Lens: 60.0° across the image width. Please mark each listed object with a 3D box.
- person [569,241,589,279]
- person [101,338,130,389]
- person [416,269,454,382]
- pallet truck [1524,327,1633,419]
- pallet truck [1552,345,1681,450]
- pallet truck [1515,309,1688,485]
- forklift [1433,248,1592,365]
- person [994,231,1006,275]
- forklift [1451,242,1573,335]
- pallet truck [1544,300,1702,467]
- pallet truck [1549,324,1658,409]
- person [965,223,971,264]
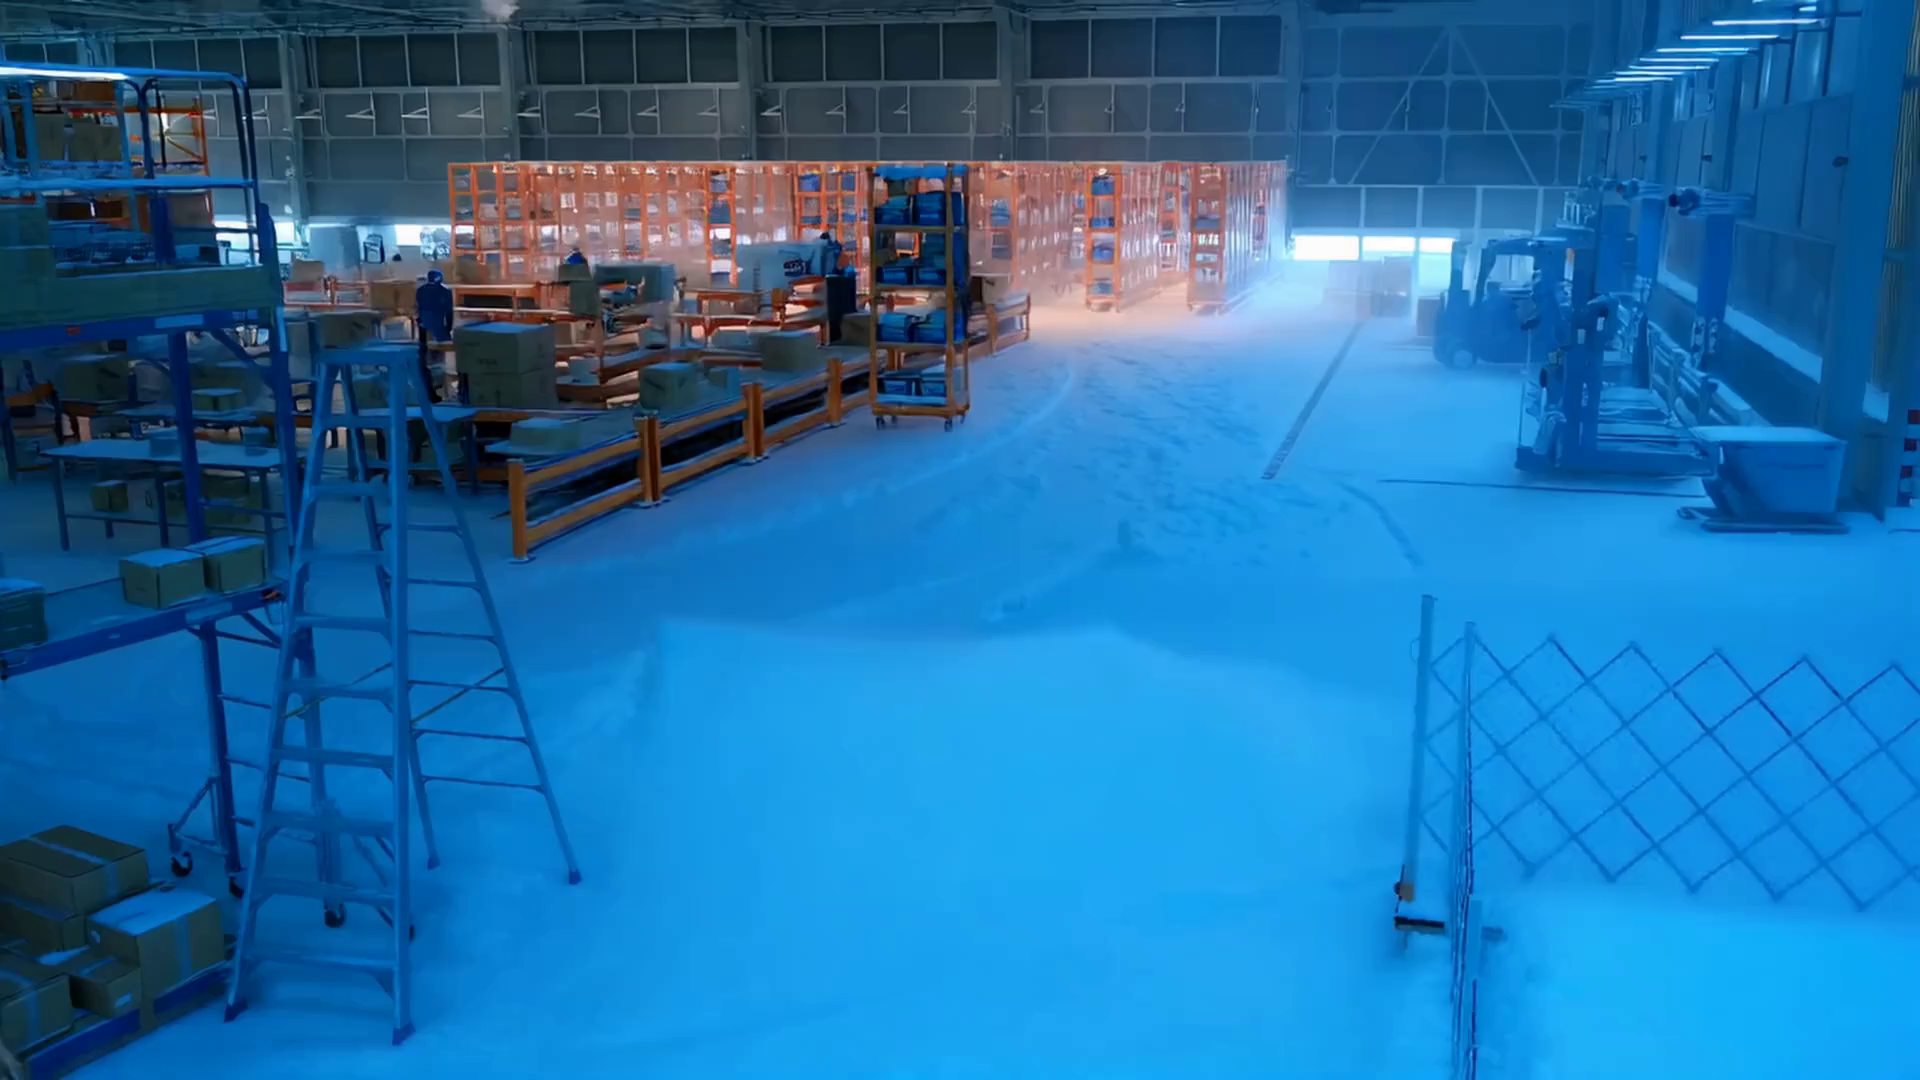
[{"bbox_3d":[-9.141,-6.337,40.158,0.838,1.733,0.531,4,14,16],"label":"person"},{"bbox_3d":[-12.282,-2.791,24.158,0.372,2.044,0.607,2,13,8],"label":"person"},{"bbox_3d":[-8.827,-3.624,28.092,0.645,1.900,0.395,4,14,16],"label":"person"},{"bbox_3d":[9.065,-2.460,24.370,1.522,1.261,0.704,3,13,14],"label":"pallet truck"},{"bbox_3d":[8.641,-1.896,21.908,1.630,1.274,0.653,4,14,16],"label":"pallet truck"},{"bbox_3d":[7.554,-1.677,19.446,1.885,1.965,0.823,3,13,14],"label":"pallet truck"},{"bbox_3d":[9.780,-4.111,29.280,2.680,1.987,1.157,3,13,14],"label":"forklift"},{"bbox_3d":[1.295,-8.401,48.870,0.780,1.817,0.593,5,14,22],"label":"person"},{"bbox_3d":[10.464,-4.597,31.405,2.680,1.987,1.157,4,14,16],"label":"forklift"},{"bbox_3d":[8.263,-1.952,20.631,1.885,1.965,0.823,5,14,20],"label":"pallet truck"},{"bbox_3d":[9.824,-2.669,25.407,1.601,1.201,0.680,4,14,16],"label":"pallet truck"},{"bbox_3d":[0.241,-9.302,52.392,0.392,1.991,0.612,7,15,26],"label":"person"}]
